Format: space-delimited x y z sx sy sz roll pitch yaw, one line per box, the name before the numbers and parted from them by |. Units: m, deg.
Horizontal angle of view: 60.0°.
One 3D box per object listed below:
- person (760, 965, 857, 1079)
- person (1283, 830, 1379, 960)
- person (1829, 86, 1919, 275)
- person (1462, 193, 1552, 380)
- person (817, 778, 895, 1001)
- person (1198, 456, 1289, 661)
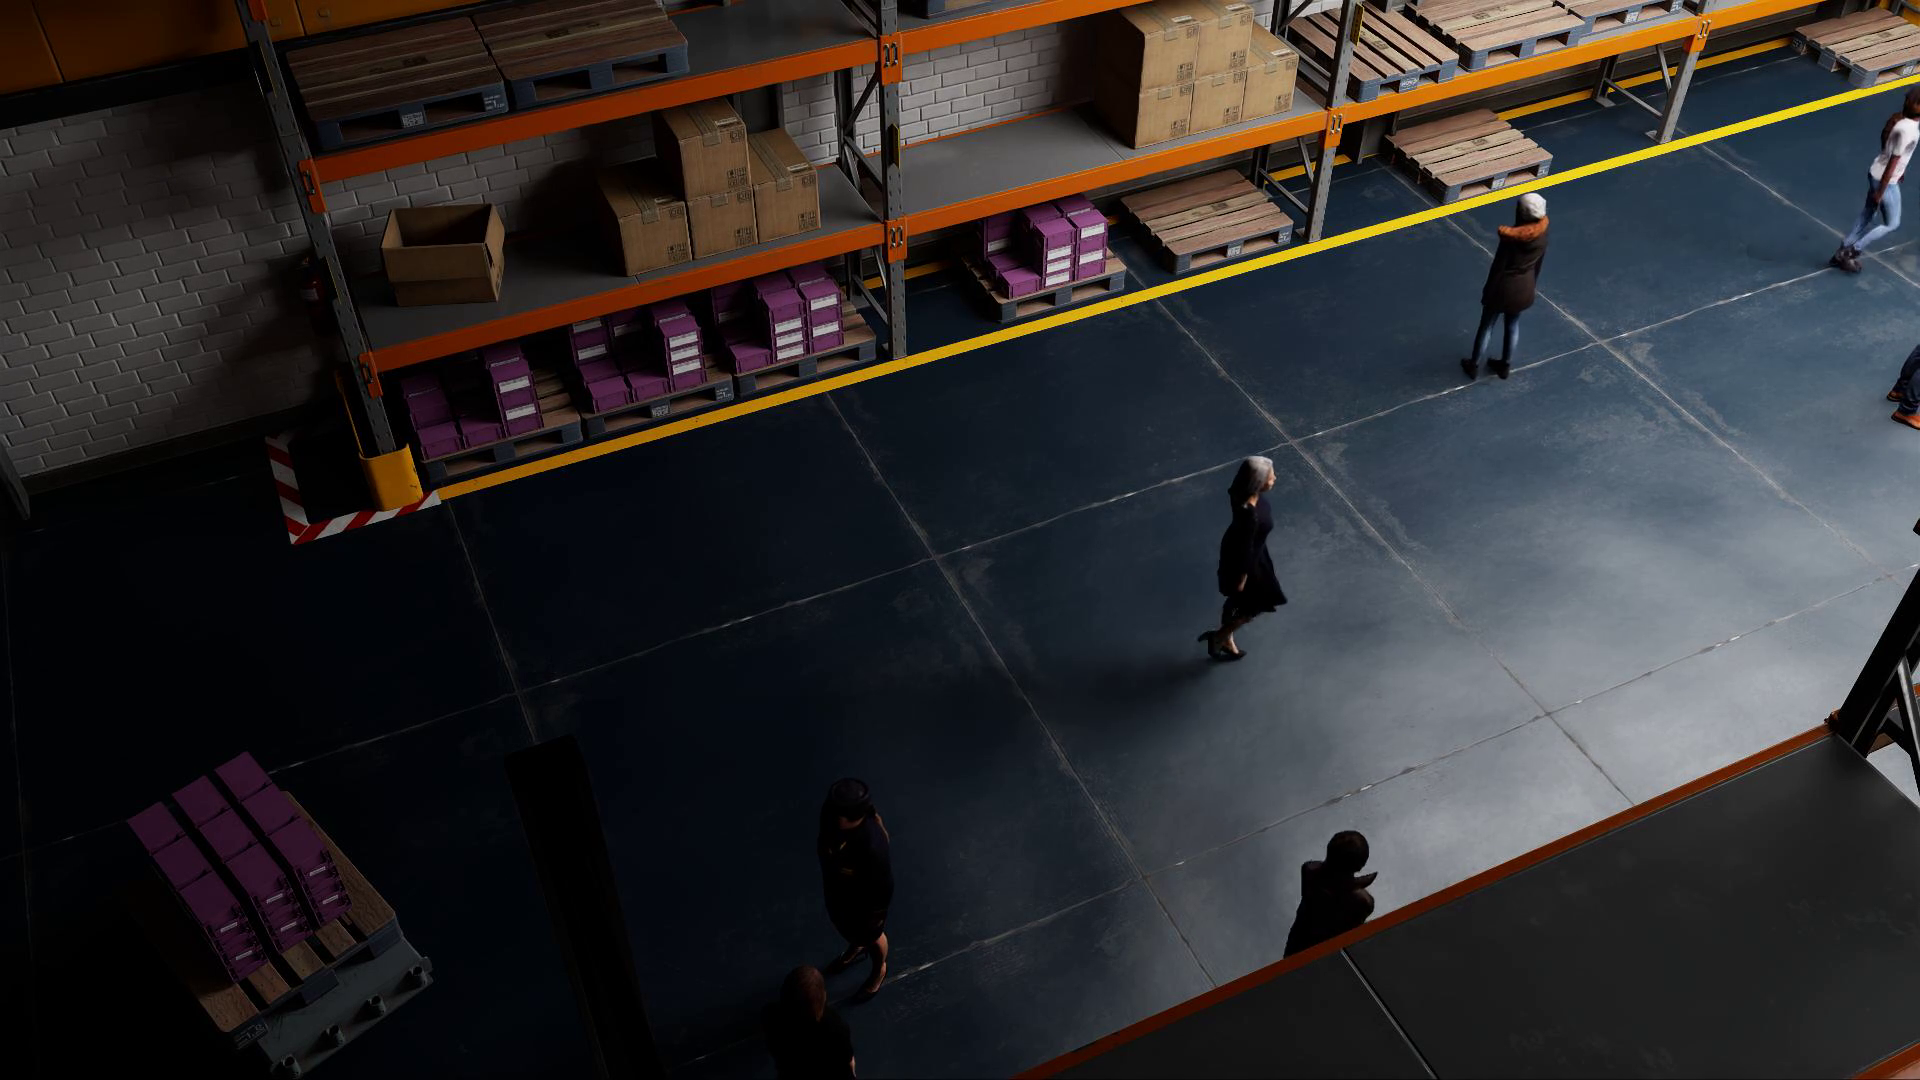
person | -0.703 2.573 8.005 0.626 1.706 0.715 9 44 9
person | 1.954 2.000 8.642 0.703 1.657 0.784 -19 47 -19
person | 7.624 -3.006 13.859 0.781 1.710 0.722 14 45 14
person | 4.250 -1.938 12.795 0.591 1.630 0.731 -12 45 -13
person | -0.539 1.844 8.796 0.694 1.671 0.752 -27 50 -26
person | 1.714 0.146 10.529 0.817 1.738 0.728 -3 44 -3
